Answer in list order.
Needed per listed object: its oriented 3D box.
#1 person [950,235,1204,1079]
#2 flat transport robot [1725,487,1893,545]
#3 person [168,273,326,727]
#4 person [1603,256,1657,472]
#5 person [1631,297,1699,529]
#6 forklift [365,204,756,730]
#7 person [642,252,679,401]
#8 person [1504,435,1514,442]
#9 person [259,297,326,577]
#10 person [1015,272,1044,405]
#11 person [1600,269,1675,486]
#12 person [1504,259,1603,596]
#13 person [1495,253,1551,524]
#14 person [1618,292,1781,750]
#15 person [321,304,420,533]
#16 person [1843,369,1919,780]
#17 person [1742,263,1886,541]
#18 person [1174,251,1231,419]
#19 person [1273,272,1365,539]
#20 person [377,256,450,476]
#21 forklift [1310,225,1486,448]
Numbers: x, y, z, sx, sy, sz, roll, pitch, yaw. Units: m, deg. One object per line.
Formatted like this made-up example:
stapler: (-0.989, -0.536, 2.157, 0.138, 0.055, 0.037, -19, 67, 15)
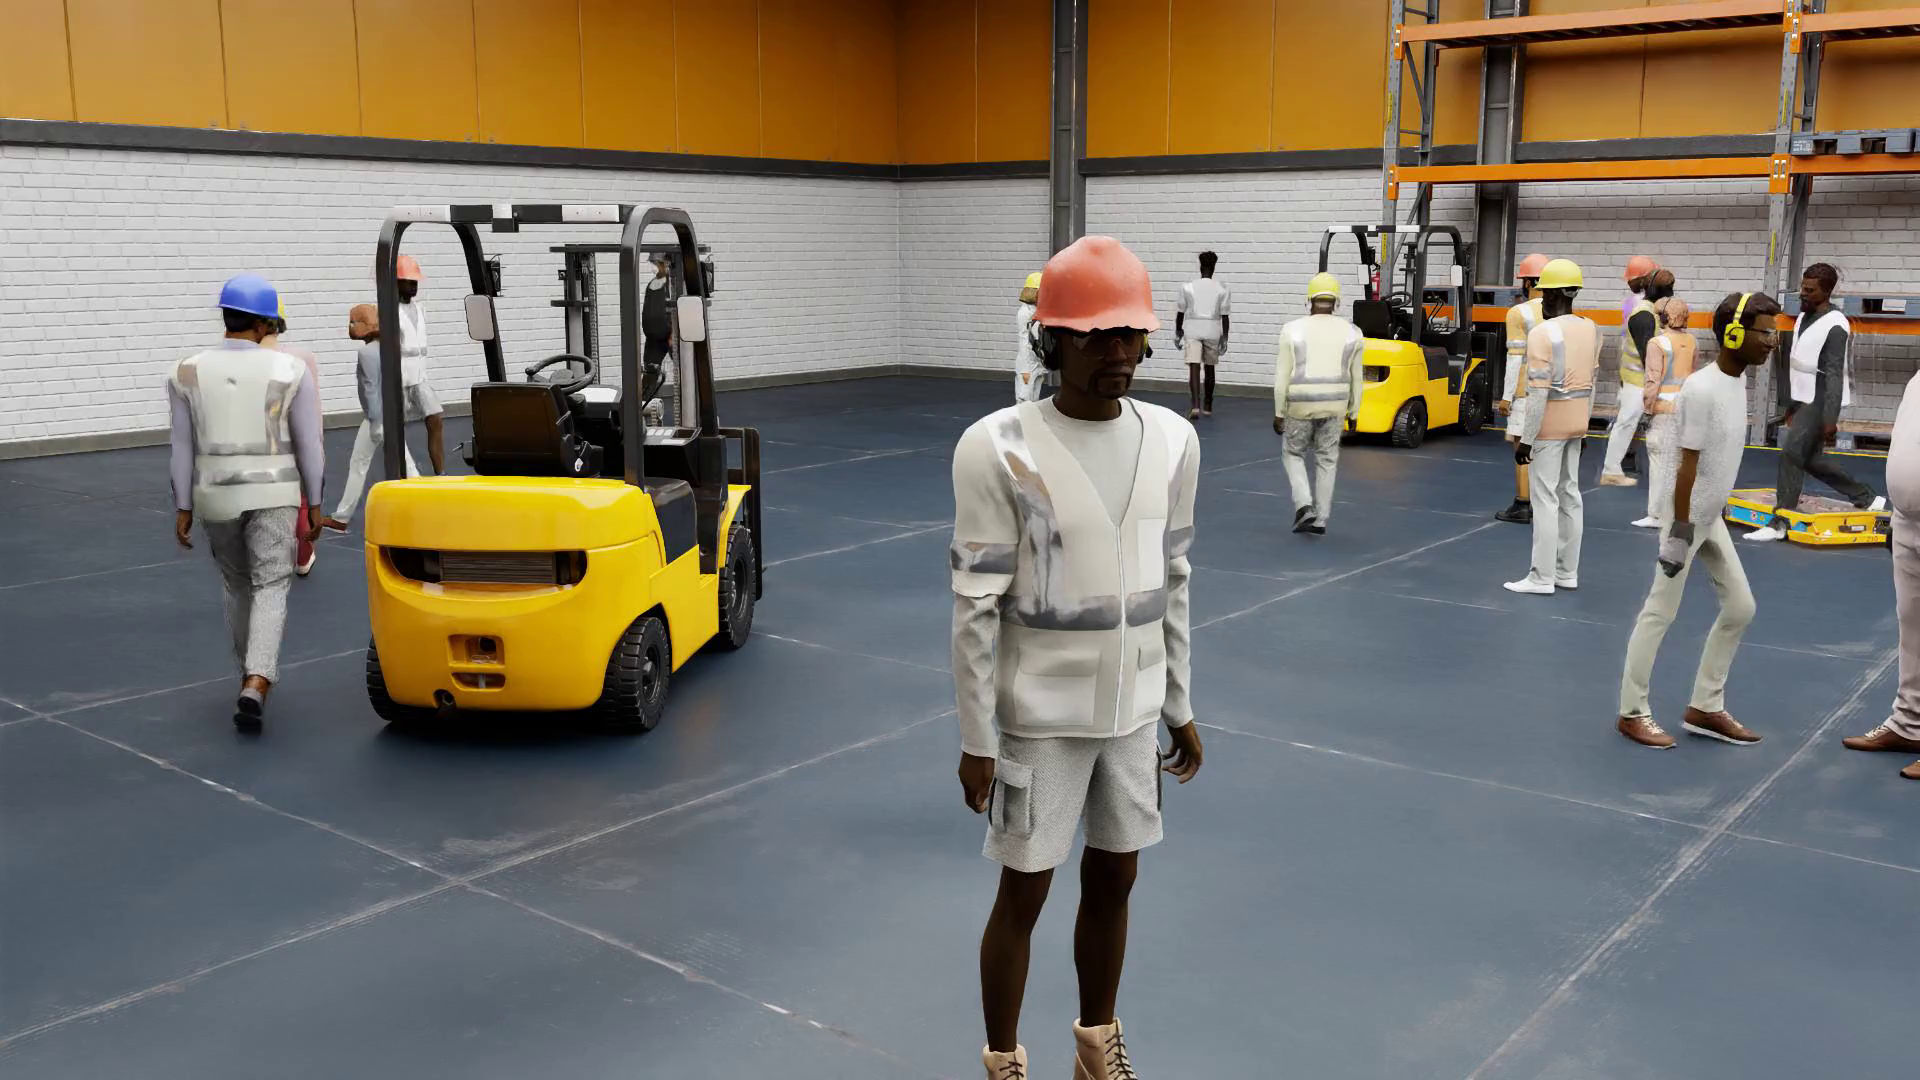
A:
person: (0.280, 0.371, 3.638, 0.615, 2.041, 0.392, -5, 12, -28)
flat transport robot: (5.806, -0.185, 11.627, 0.652, 0.197, 1.431, -2, 10, -11)
person: (-3.038, -0.179, 7.099, 0.623, 1.907, 0.930, -2, 10, -9)
person: (5.931, -1.486, 14.329, 0.634, 1.888, 0.807, -3, 11, -14)
person: (5.000, -0.894, 11.765, 0.523, 1.638, 0.311, -6, 12, -32)
forklift: (-1.766, -0.406, 7.525, 1.214, 2.155, 2.313, 1, 10, 7)
person: (-3.403, -2.440, 19.218, 0.694, 2.000, 1.024, 9, 14, 42)
person: (5.827, -1.858, 16.620, 0.516, 1.841, 0.494, -5, 11, -27)
person: (-3.983, -0.566, 9.673, 0.548, 1.724, 0.852, -4, 11, -19)
person: (0.674, -1.573, 15.246, 0.313, 1.740, 0.487, 4, 11, 21)
person: (5.697, -1.288, 13.531, 0.929, 1.798, 0.646, 8, 13, 38)
person: (3.409, -0.640, 9.560, 0.594, 1.926, 0.367, -7, 13, -35)
person: (4.111, -1.084, 11.989, 0.547, 1.937, 0.379, -4, 11, -22)
person: (2.979, -0.059, 6.623, 0.585, 1.834, 0.561, 9, 14, 41)
person: (-4.091, -0.828, 11.529, 0.840, 1.588, 0.528, 0, 10, 3)
person: (3.728, -0.046, 6.328, 0.404, 1.908, 0.636, 0, 10, -1)
person: (5.800, -0.904, 11.139, 0.834, 1.889, 0.616, 2, 10, 10)
person: (2.795, -2.361, 19.138, 0.620, 1.923, 1.001, 1, 10, 4)
person: (2.429, -0.902, 11.310, 0.619, 1.816, 0.428, 0, 10, -2)
person: (-4.227, -1.245, 12.964, 0.859, 1.901, 0.563, 4, 11, 23)
forklift: (4.449, -2.115, 16.993, 1.214, 2.155, 2.313, 8, 13, 38)
